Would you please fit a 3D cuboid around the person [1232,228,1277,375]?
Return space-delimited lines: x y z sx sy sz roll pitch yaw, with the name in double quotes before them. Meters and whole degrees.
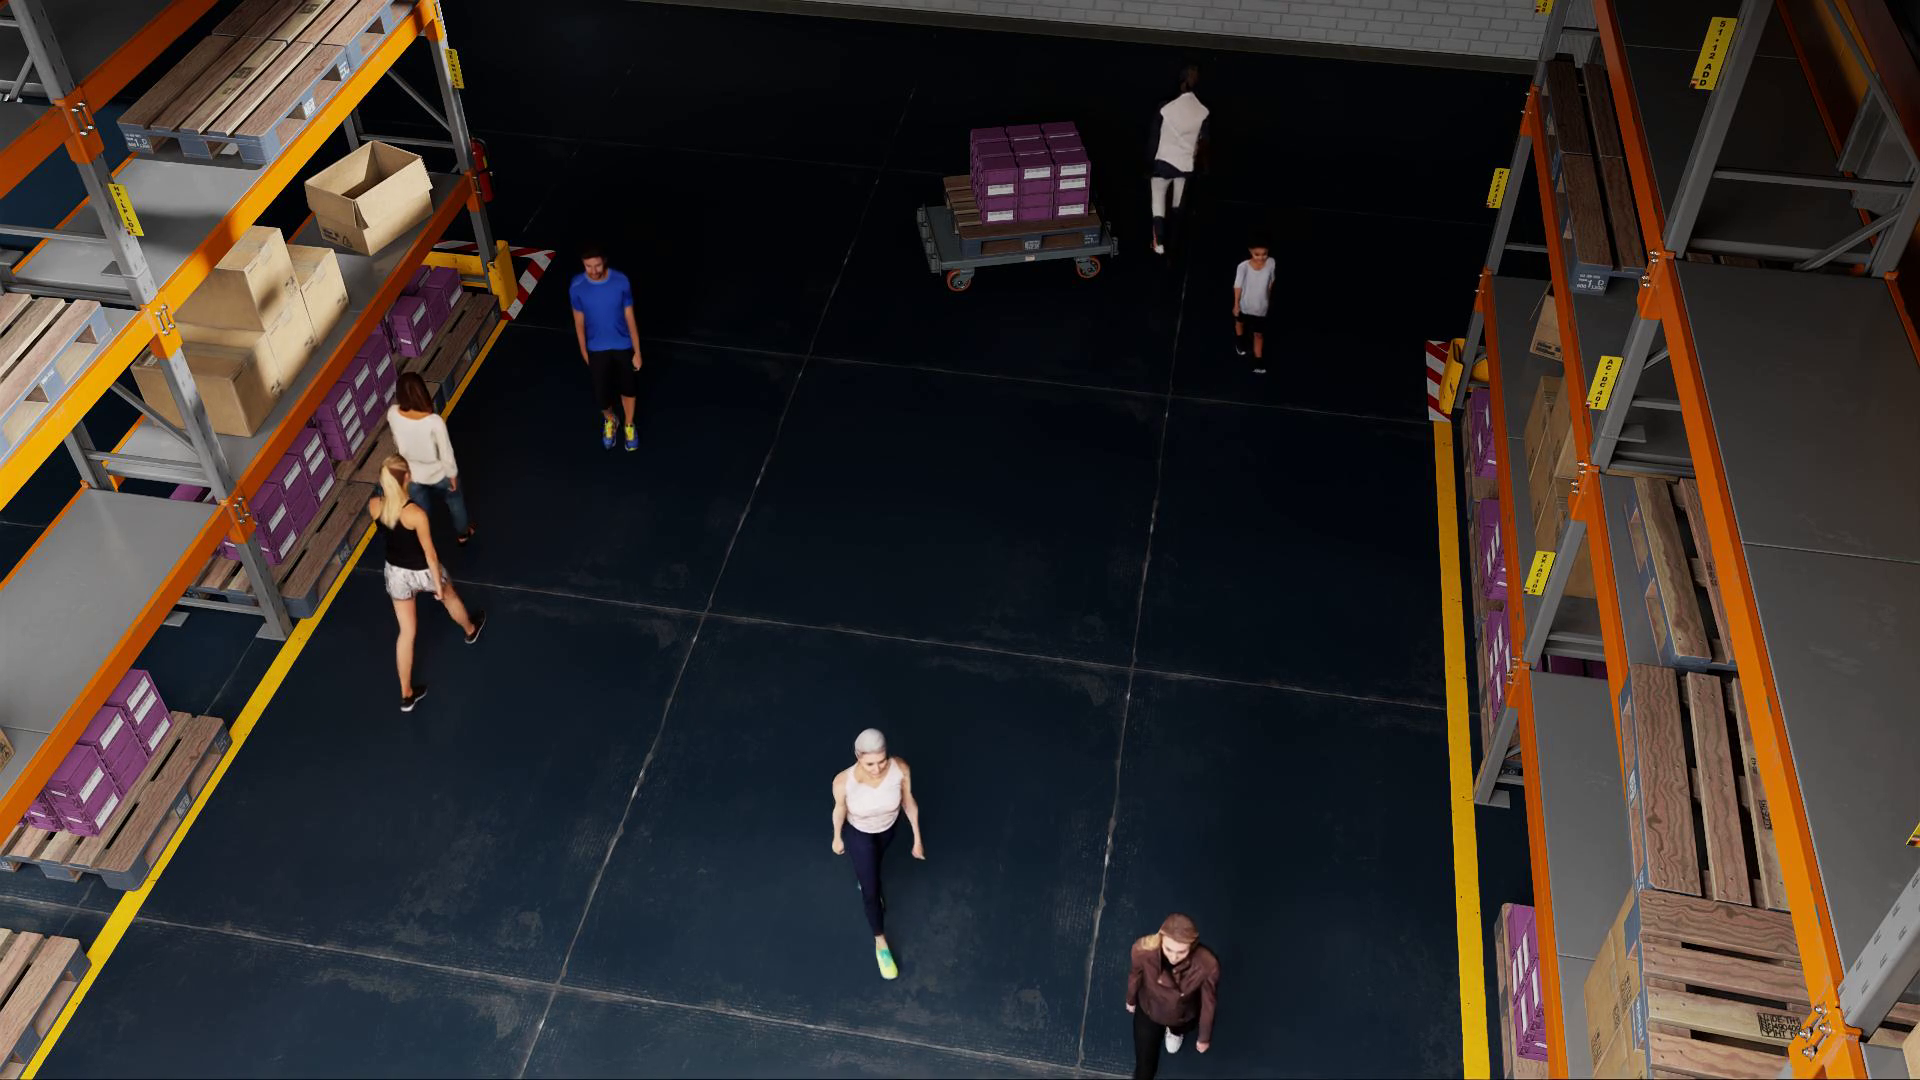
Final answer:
"person" 2.341 -1.990 13.388 0.604 1.227 0.890 -2 44 -2

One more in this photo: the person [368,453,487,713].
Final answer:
"person" -3.523 0.277 10.599 0.582 1.793 1.186 10 44 10

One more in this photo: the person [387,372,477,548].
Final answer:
"person" -3.689 -0.405 11.415 0.610 1.655 1.006 7 44 7

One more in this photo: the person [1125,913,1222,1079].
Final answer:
"person" 1.091 2.345 8.524 0.637 1.661 1.131 9 44 9

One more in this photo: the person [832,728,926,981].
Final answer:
"person" -0.515 1.559 9.338 0.952 1.676 1.103 -16 46 -16

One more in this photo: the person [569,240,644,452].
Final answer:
"person" -2.601 -1.506 12.426 0.705 1.854 0.733 -9 44 -9

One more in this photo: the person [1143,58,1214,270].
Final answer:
"person" 1.831 -3.126 14.110 0.739 1.877 0.667 4 44 4
